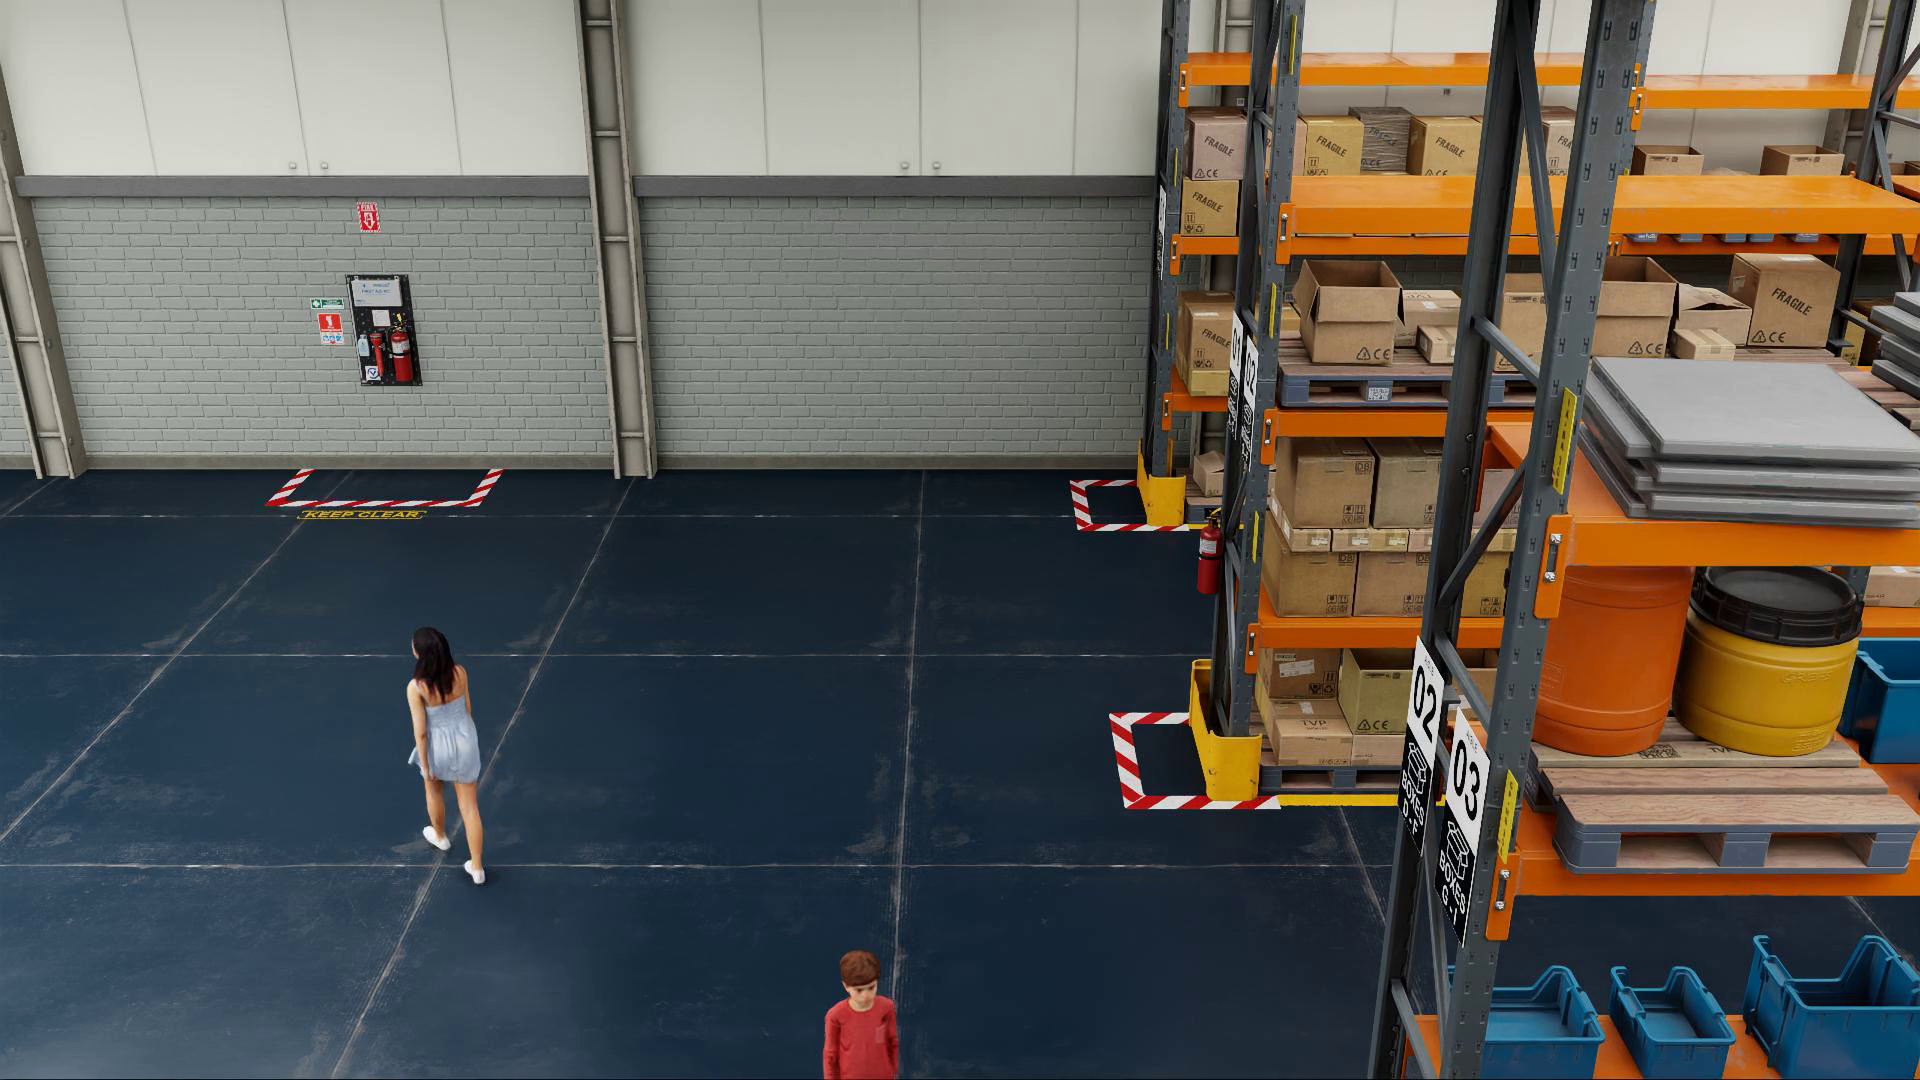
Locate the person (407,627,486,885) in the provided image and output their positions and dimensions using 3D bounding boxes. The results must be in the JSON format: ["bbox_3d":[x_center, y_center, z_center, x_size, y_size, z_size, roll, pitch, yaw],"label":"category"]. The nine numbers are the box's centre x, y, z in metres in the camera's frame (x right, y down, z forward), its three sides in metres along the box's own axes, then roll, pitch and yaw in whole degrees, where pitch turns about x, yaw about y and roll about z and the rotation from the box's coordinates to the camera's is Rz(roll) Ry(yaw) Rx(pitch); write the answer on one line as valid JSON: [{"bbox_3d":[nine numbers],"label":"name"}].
[{"bbox_3d":[-3.138,1.369,10.356,0.977,1.698,0.987,-16,28,-33],"label":"person"}]

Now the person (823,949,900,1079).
[{"bbox_3d":[-0.484,2.546,7.956,0.740,1.410,0.695,-6,24,-14],"label":"person"}]
